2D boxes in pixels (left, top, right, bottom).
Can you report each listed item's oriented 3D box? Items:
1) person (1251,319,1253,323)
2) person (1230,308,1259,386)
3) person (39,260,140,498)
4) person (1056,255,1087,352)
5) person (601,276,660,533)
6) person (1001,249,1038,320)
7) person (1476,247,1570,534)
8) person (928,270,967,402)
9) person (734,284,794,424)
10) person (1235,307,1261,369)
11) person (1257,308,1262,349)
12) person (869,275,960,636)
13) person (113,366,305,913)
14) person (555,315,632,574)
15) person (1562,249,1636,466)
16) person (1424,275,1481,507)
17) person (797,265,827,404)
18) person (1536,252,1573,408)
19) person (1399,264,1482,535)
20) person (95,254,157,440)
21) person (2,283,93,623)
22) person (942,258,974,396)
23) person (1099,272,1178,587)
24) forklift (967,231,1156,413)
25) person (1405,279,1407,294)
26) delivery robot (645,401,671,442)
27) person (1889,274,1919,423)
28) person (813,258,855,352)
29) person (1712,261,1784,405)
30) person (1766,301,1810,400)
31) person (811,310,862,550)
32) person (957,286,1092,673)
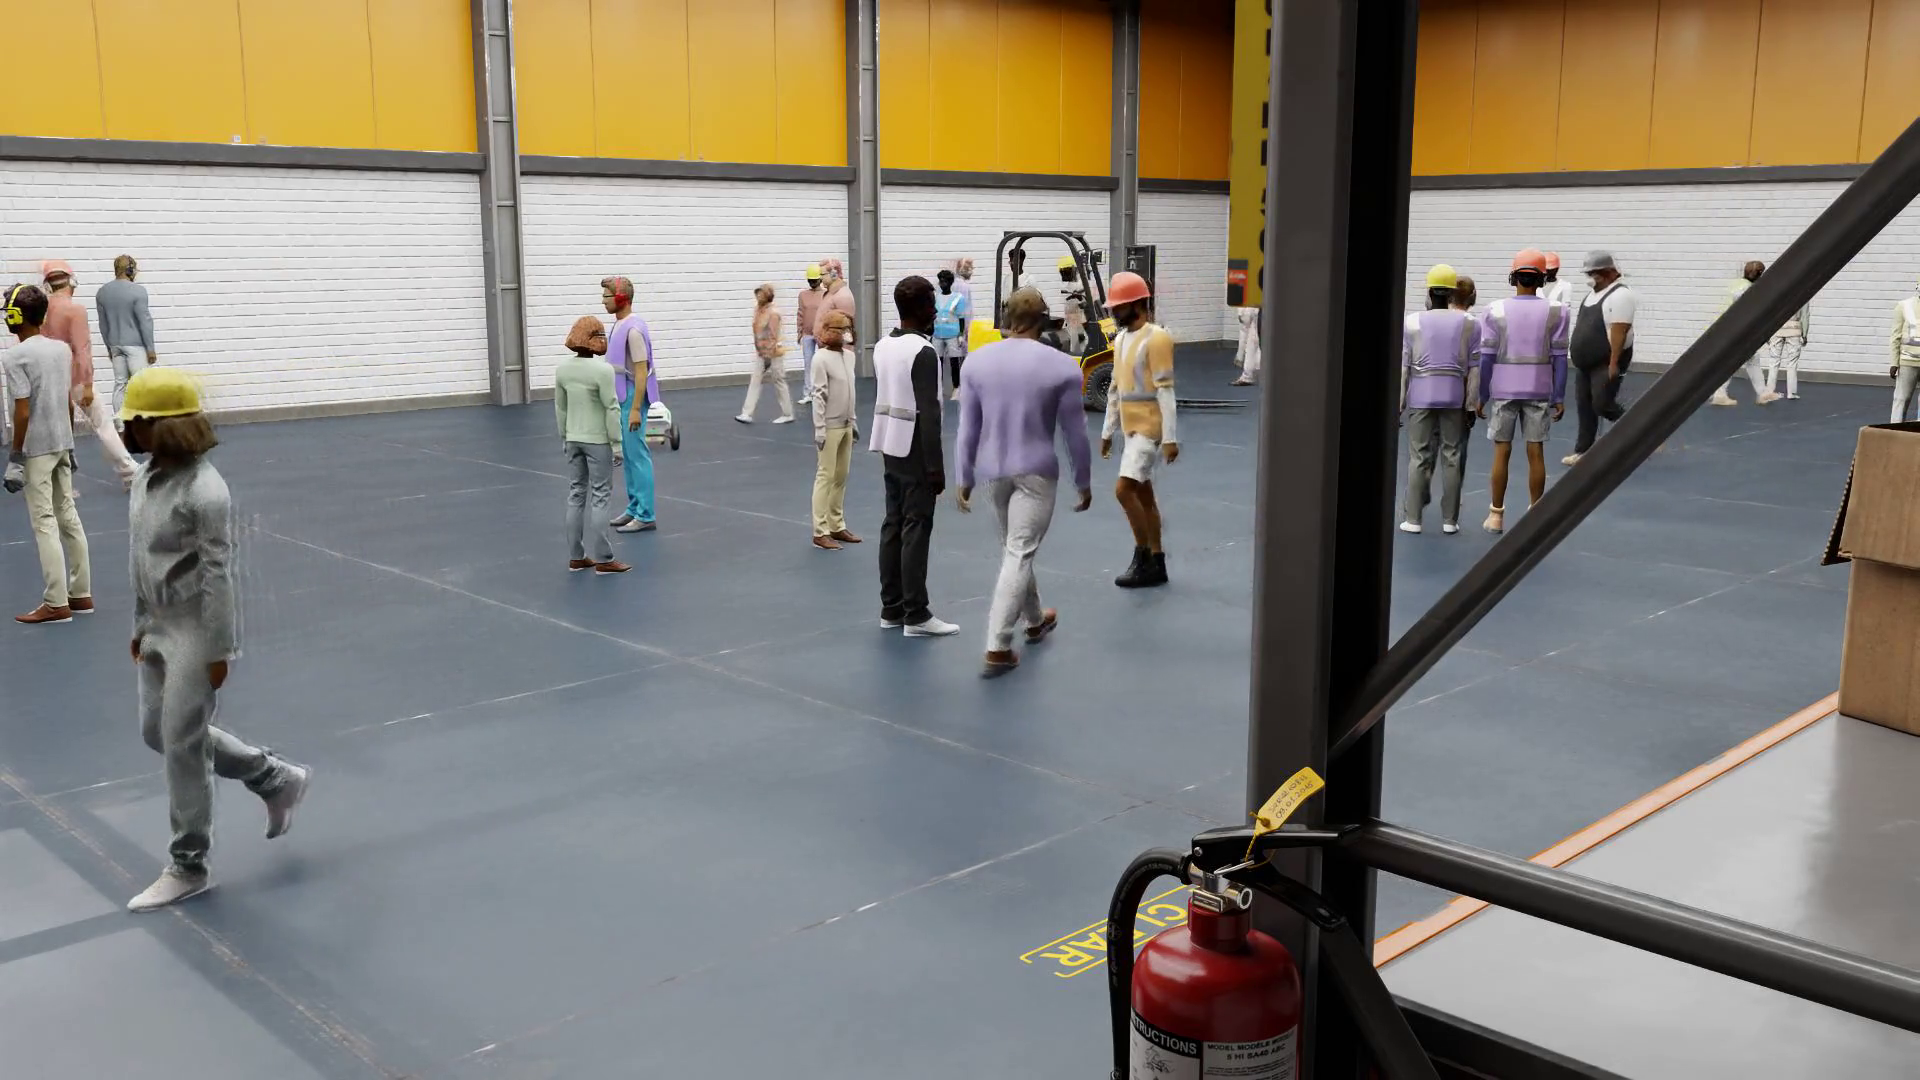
[{"bbox_3d":[5.353,-4.207,29.968,0.412,1.725,0.602,2,11,9],"label":"person"},{"bbox_3d":[4.358,-3.097,23.506,0.970,1.869,0.649,-2,11,-12],"label":"person"},{"bbox_3d":[-7.183,-1.306,13.591,0.642,1.925,0.960,5,11,23],"label":"person"},{"bbox_3d":[1.606,-2.867,22.249,0.946,1.883,0.628,-1,10,-3],"label":"person"},{"bbox_3d":[-2.368,-0.975,12.002,0.375,1.841,0.567,-4,11,-23],"label":"person"},{"bbox_3d":[0.781,-2.995,22.676,0.604,1.966,0.367,10,14,43],"label":"person"},{"bbox_3d":[4.008,-1.054,11.884,0.615,2.043,0.373,2,11,13],"label":"person"},{"bbox_3d":[-0.179,-2.610,21.328,0.533,1.692,0.319,4,11,23],"label":"person"},{"bbox_3d":[-2.211,-2.068,18.641,0.817,1.583,0.569,-8,13,-39],"label":"person"},{"bbox_3d":[4.692,-3.675,26.750,0.577,1.829,0.998,-1,10,-5],"label":"person"},{"bbox_3d":[3.909,-2.449,20.092,0.644,1.821,0.601,2,11,11],"label":"person"},{"bbox_3d":[-0.269,-0.445,8.900,0.391,1.920,0.587,-6,12,-29],"label":"person"},{"bbox_3d":[-2.463,0.290,5.389,0.498,1.724,0.607,9,13,39],"label":"person"},{"bbox_3d":[-2.330,-0.598,10.513,0.507,1.632,0.275,7,12,32],"label":"person"},{"bbox_3d":[5.958,-1.683,15.320,0.704,2.000,0.689,-2,11,-10],"label":"person"},{"bbox_3d":[3.779,-1.124,12.850,0.535,1.828,0.585,6,12,30],"label":"person"},{"bbox_3d":[-1.827,-2.590,21.043,0.523,1.760,0.325,3,11,17],"label":"person"},{"bbox_3d":[7.277,-2.589,20.606,0.541,1.921,0.415,8,13,36],"label":"person"},{"bbox_3d":[3.394,-0.995,11.869,0.594,1.929,0.354,1,10,6],"label":"person"},{"bbox_3d":[-8.638,-1.992,17.304,0.627,1.934,0.371,3,11,17],"label":"person"},{"bbox_3d":[-5.078,-0.471,9.176,0.329,1.873,0.516,1,10,6],"label":"person"},{"bbox_3d":[-0.028,-2.808,22.031,0.998,1.842,0.698,-3,11,-14],"label":"person"},{"bbox_3d":[1.048,-0.662,10.097,0.556,1.910,0.592,-4,11,-19],"label":"person"},{"bbox_3d":[1.222,-2.721,20.561,2.313,2.155,1.214,2,11,13],"label":"forklift"},{"bbox_3d":[6.356,-3.337,24.718,0.399,1.905,0.643,-2,11,-9],"label":"person"},{"bbox_3d":[-3.102,-1.237,16.686,0.477,0.478,0.707,-3,11,-15],"label":"delivery robot"},{"bbox_3d":[9.374,-1.742,16.208,0.589,1.833,0.404,2,11,9],"label":"person"},{"bbox_3d":[-1.277,-1.880,16.782,0.406,1.902,0.636,-3,11,-15],"label":"person"},{"bbox_3d":[9.939,-2.576,20.832,0.897,1.802,0.640,5,11,24],"label":"person"},{"bbox_3d":[10.774,-2.647,21.681,0.522,1.636,0.311,9,14,40],"label":"person"},{"bbox_3d":[-0.841,-0.757,11.404,0.292,1.627,0.519,5,12,26],"label":"person"},{"bbox_3d":[0.333,-0.322,8.342,0.652,1.882,1.037,5,11,24],"label":"person"}]
